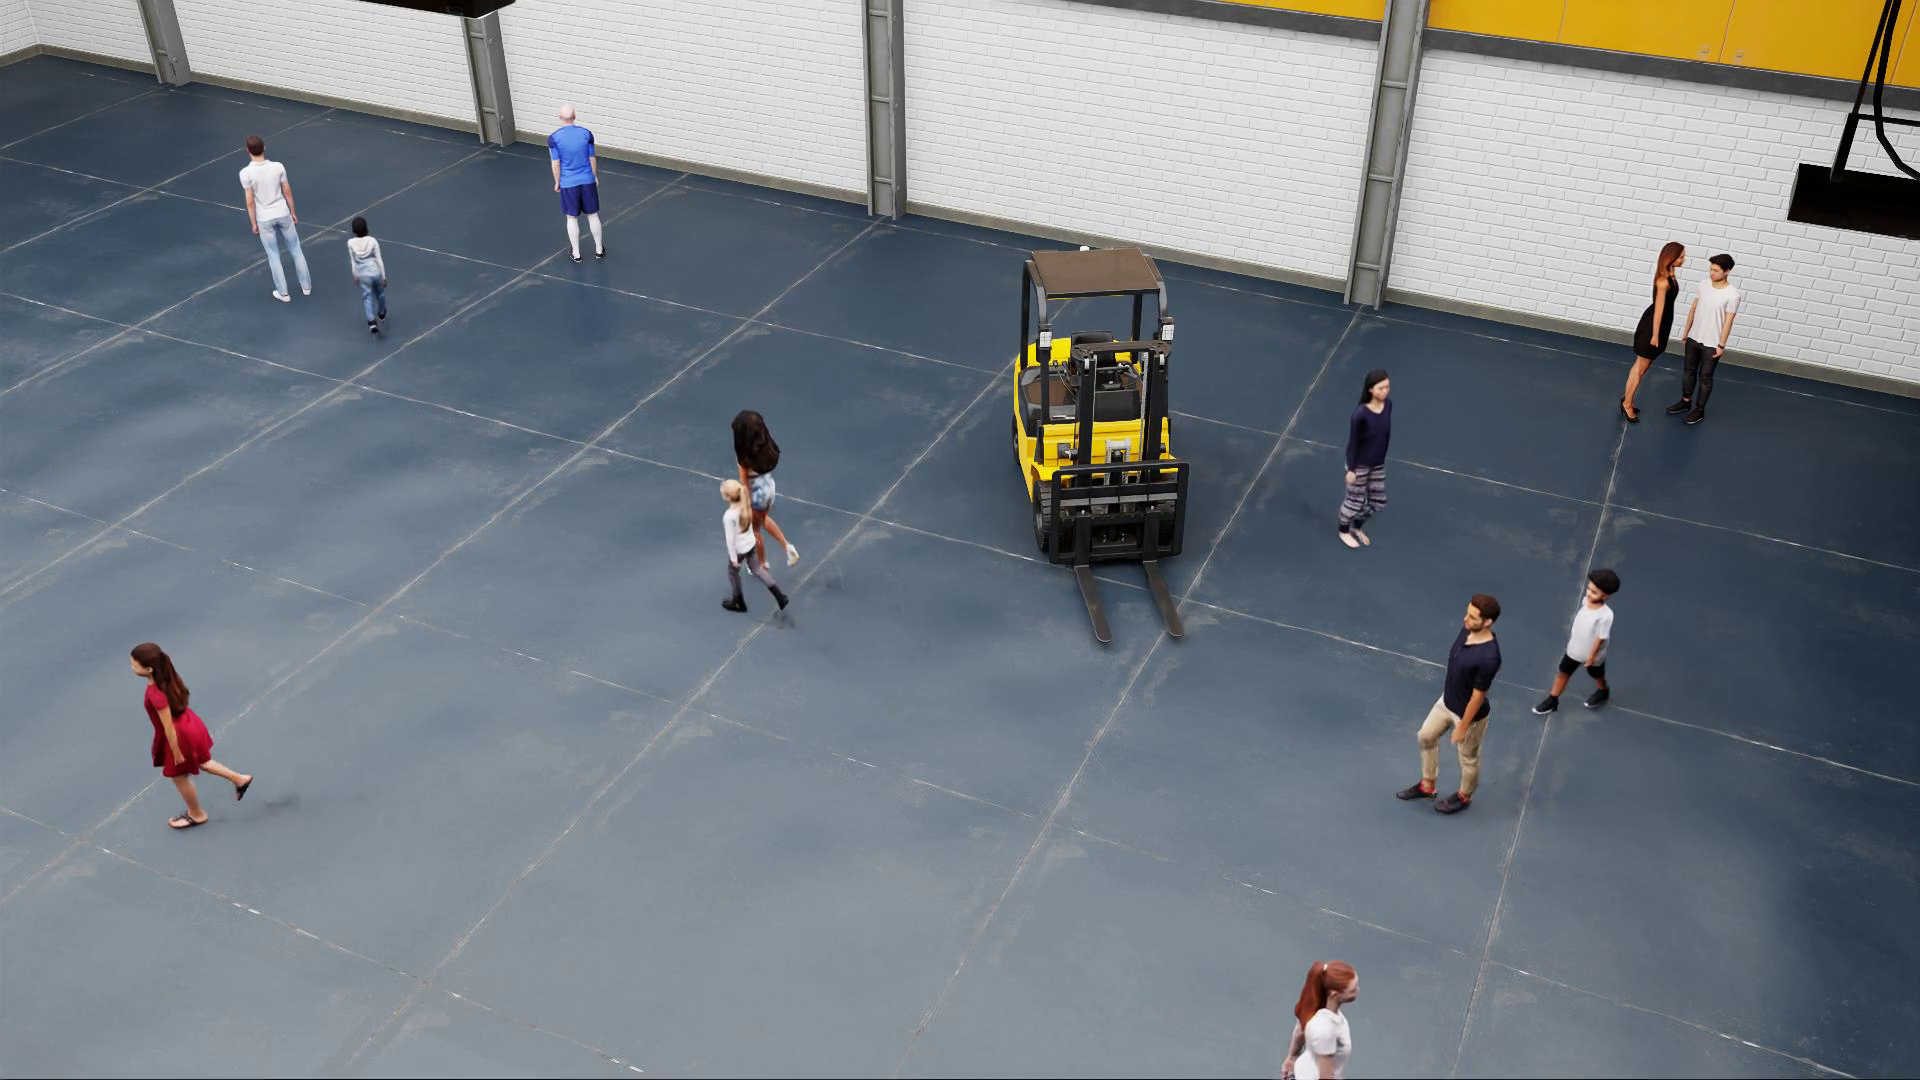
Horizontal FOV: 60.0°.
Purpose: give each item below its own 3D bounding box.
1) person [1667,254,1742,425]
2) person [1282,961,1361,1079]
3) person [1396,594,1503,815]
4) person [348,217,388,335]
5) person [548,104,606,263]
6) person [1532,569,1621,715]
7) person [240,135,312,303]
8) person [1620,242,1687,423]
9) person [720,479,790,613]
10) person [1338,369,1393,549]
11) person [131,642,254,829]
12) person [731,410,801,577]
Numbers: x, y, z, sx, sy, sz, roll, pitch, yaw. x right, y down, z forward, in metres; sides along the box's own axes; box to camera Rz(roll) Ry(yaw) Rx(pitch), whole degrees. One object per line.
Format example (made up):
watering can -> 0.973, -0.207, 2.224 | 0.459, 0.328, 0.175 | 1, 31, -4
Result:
person -> 7.211, -1.962, 16.021 | 0.779, 1.715, 0.692 | -16, 37, -23
person -> 1.752, 2.874, 8.757 | 1.200, 1.702, 0.798 | 4, 34, 6
person -> 3.503, 1.122, 11.266 | 0.902, 1.842, 0.838 | -6, 34, -8
person -> -6.314, -2.817, 17.730 | 0.840, 1.247, 0.859 | -8, 35, -12
person -> -4.416, -4.117, 19.150 | 0.742, 1.841, 0.792 | -13, 36, -18
person -> 4.723, 0.761, 12.356 | 0.865, 1.238, 0.862 | -15, 37, -22
person -> -7.533, -3.531, 18.260 | 0.725, 1.850, 0.717 | -22, 40, -30
person -> 6.655, -2.000, 15.971 | 0.509, 1.834, 0.569 | 14, 36, 20
person -> -1.696, 0.072, 13.373 | 0.832, 1.259, 0.559 | 22, 40, 30
person -> 3.389, -0.714, 14.137 | 0.741, 1.722, 0.777 | -20, 38, -27
person -> -5.213, 1.304, 11.269 | 0.912, 1.538, 0.796 | -6, 34, -8
person -> -1.590, -0.341, 13.679 | 0.706, 1.608, 0.576 | 13, 36, 18
